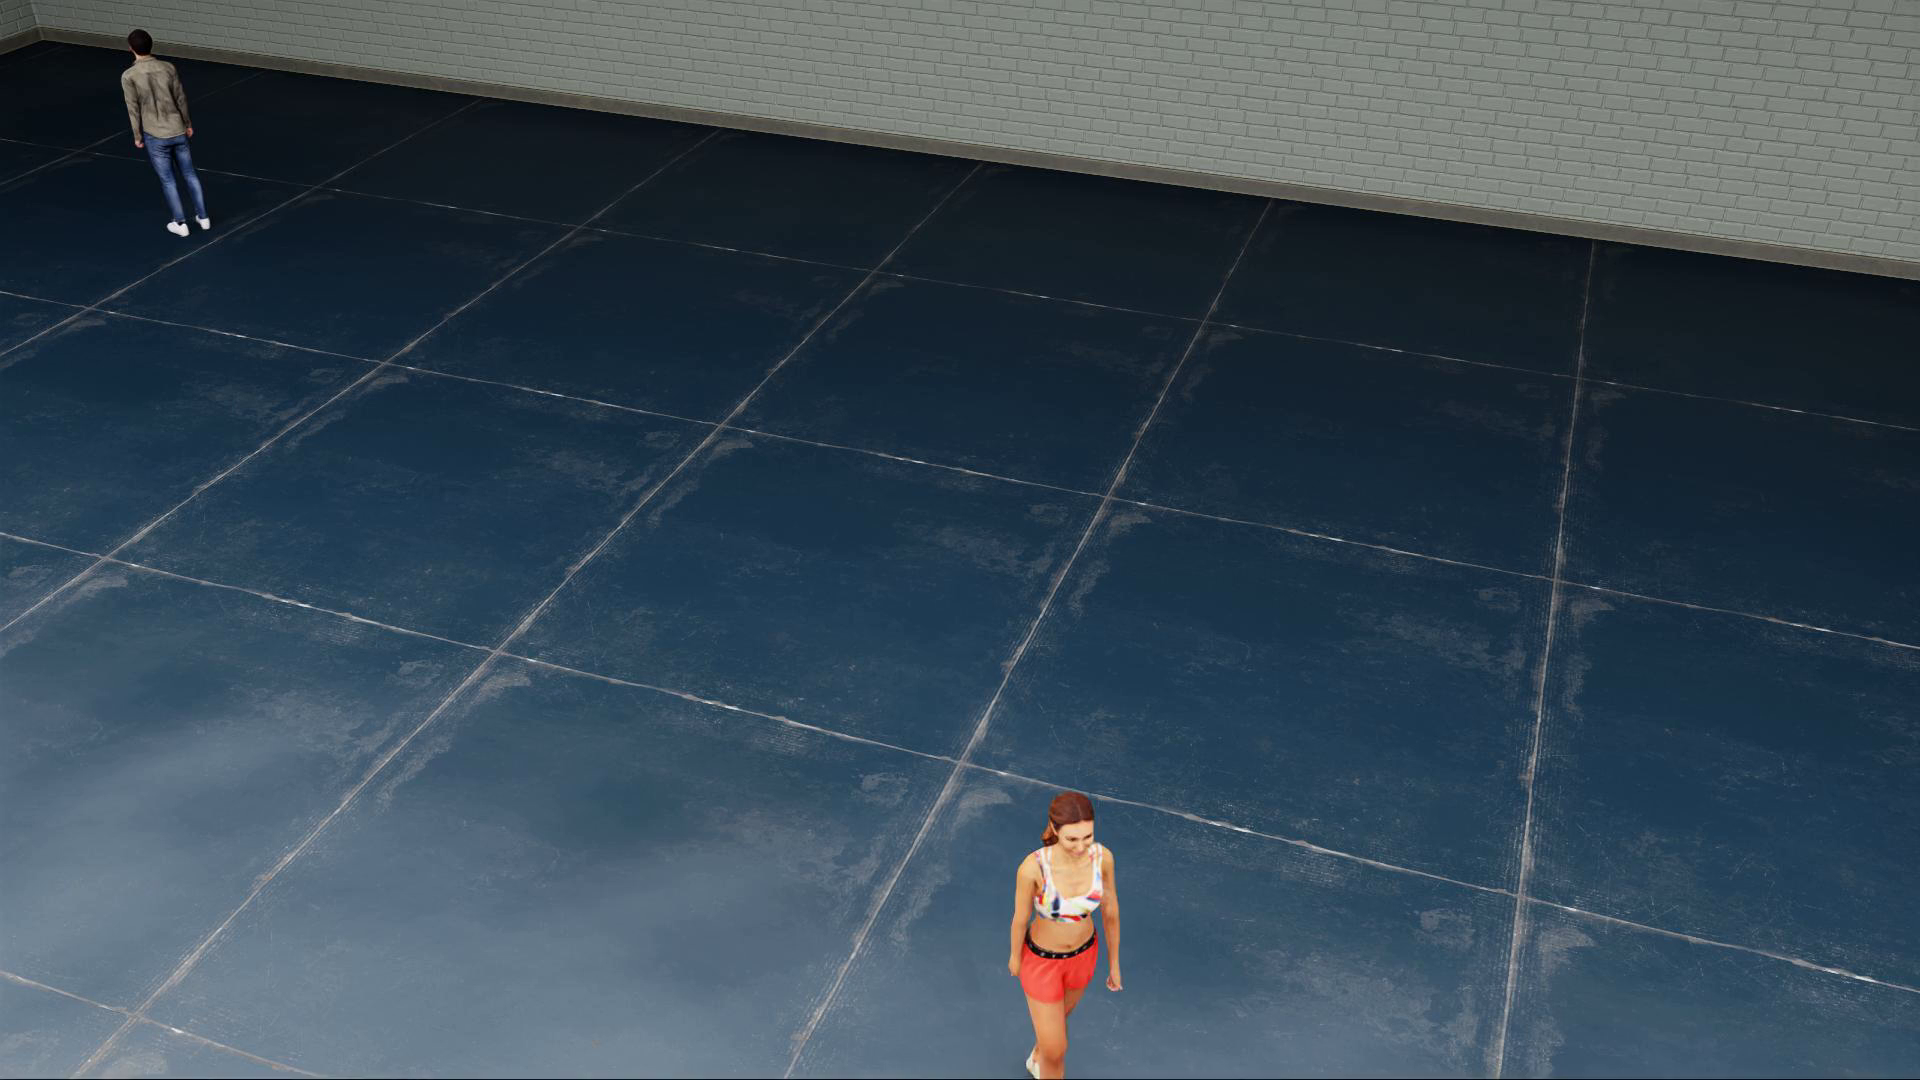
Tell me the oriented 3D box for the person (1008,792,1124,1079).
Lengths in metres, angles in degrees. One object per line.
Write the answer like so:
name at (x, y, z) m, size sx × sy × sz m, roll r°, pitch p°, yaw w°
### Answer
person at (0.388, 1.680, 6.922) m, size 0.840 × 1.775 × 0.929 m, roll -10°, pitch 34°, yaw -16°

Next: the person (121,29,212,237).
person at (-7.215, -3.691, 15.098) m, size 0.842 × 1.864 × 0.671 m, roll 27°, pitch 42°, yaw 35°
